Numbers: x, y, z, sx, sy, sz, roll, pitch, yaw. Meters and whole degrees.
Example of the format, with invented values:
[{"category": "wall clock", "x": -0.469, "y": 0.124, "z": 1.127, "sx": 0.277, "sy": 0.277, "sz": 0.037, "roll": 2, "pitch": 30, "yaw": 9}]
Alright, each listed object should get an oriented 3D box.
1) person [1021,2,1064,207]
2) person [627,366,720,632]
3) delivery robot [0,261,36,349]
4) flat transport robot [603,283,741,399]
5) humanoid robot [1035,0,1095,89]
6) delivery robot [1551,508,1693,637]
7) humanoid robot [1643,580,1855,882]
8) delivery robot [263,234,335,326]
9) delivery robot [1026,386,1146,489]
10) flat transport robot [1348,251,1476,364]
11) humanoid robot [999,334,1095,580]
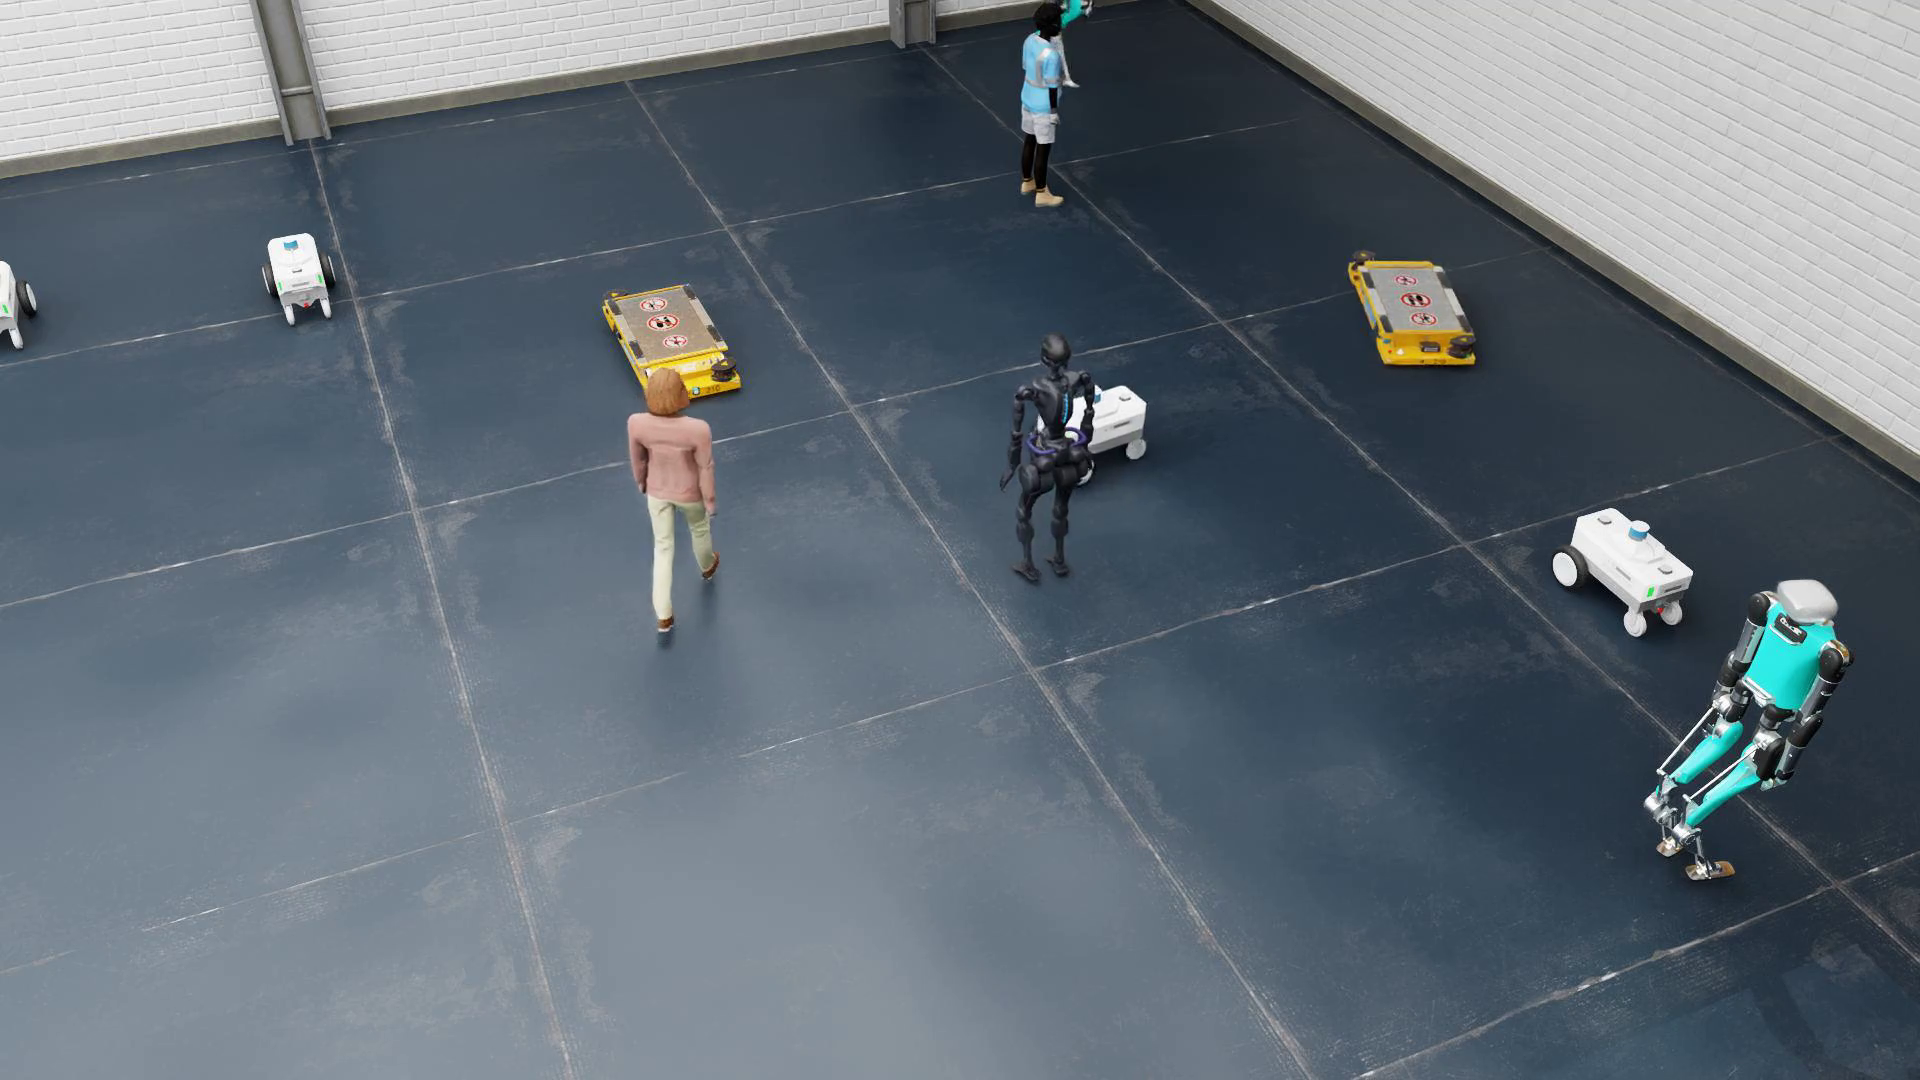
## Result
[{"category": "person", "x": 0.681, "y": -3.615, "z": 13.806, "sx": 0.322, "sy": 1.694, "sz": 0.535, "roll": -14, "pitch": 40, "yaw": -17}, {"category": "person", "x": -1.638, "y": -0.257, "z": 9.515, "sx": 0.507, "sy": 1.597, "sz": 0.838, "roll": 4, "pitch": 38, "yaw": 6}, {"category": "delivery robot", "x": -7.190, "y": -1.765, "z": 12.312, "sx": 0.499, "sy": 0.566, "sz": 0.739, "roll": -15, "pitch": 40, "yaw": -18}, {"category": "flat transport robot", "x": -2.132, "y": -1.463, "z": 12.179, "sx": 0.659, "sy": 0.231, "sz": 1.431, "roll": -15, "pitch": 40, "yaw": -18}, {"category": "humanoid robot", "x": 0.952, "y": -5.120, "z": 15.738, "sx": 0.585, "sy": 1.783, "sz": 0.805, "roll": -19, "pitch": 41, "yaw": -23}, {"category": "delivery robot", "x": 3.950, "y": 0.142, "z": 9.831, "sx": 0.499, "sy": 0.566, "sz": 0.739, "roll": -15, "pitch": 40, "yaw": -18}, {"category": "humanoid robot", "x": 3.545, "y": 0.940, "z": 7.739, "sx": 0.735, "sy": 1.673, "sz": 0.533, "roll": -15, "pitch": 40, "yaw": -18}, {"category": "delivery robot", "x": -5.043, "y": -2.040, "z": 12.671, "sx": 0.499, "sy": 0.566, "sz": 0.739, "roll": -15, "pitch": 40, "yaw": -18}, {"category": "delivery robot", "x": 0.844, "y": -0.720, "z": 10.992, "sx": 0.804, "sy": 0.614, "sz": 0.499, "roll": -20, "pitch": 42, "yaw": -24}, {"category": "flat transport robot", "x": 3.397, "y": -1.758, "z": 12.562, "sx": 0.659, "sy": 0.231, "sz": 1.431, "roll": 0, "pitch": 38, "yaw": 0}, {"category": "humanoid robot", "x": 0.530, "y": -0.479, "z": 9.731, "sx": 0.591, "sy": 1.650, "sz": 0.337, "roll": -17, "pitch": 41, "yaw": -20}]
